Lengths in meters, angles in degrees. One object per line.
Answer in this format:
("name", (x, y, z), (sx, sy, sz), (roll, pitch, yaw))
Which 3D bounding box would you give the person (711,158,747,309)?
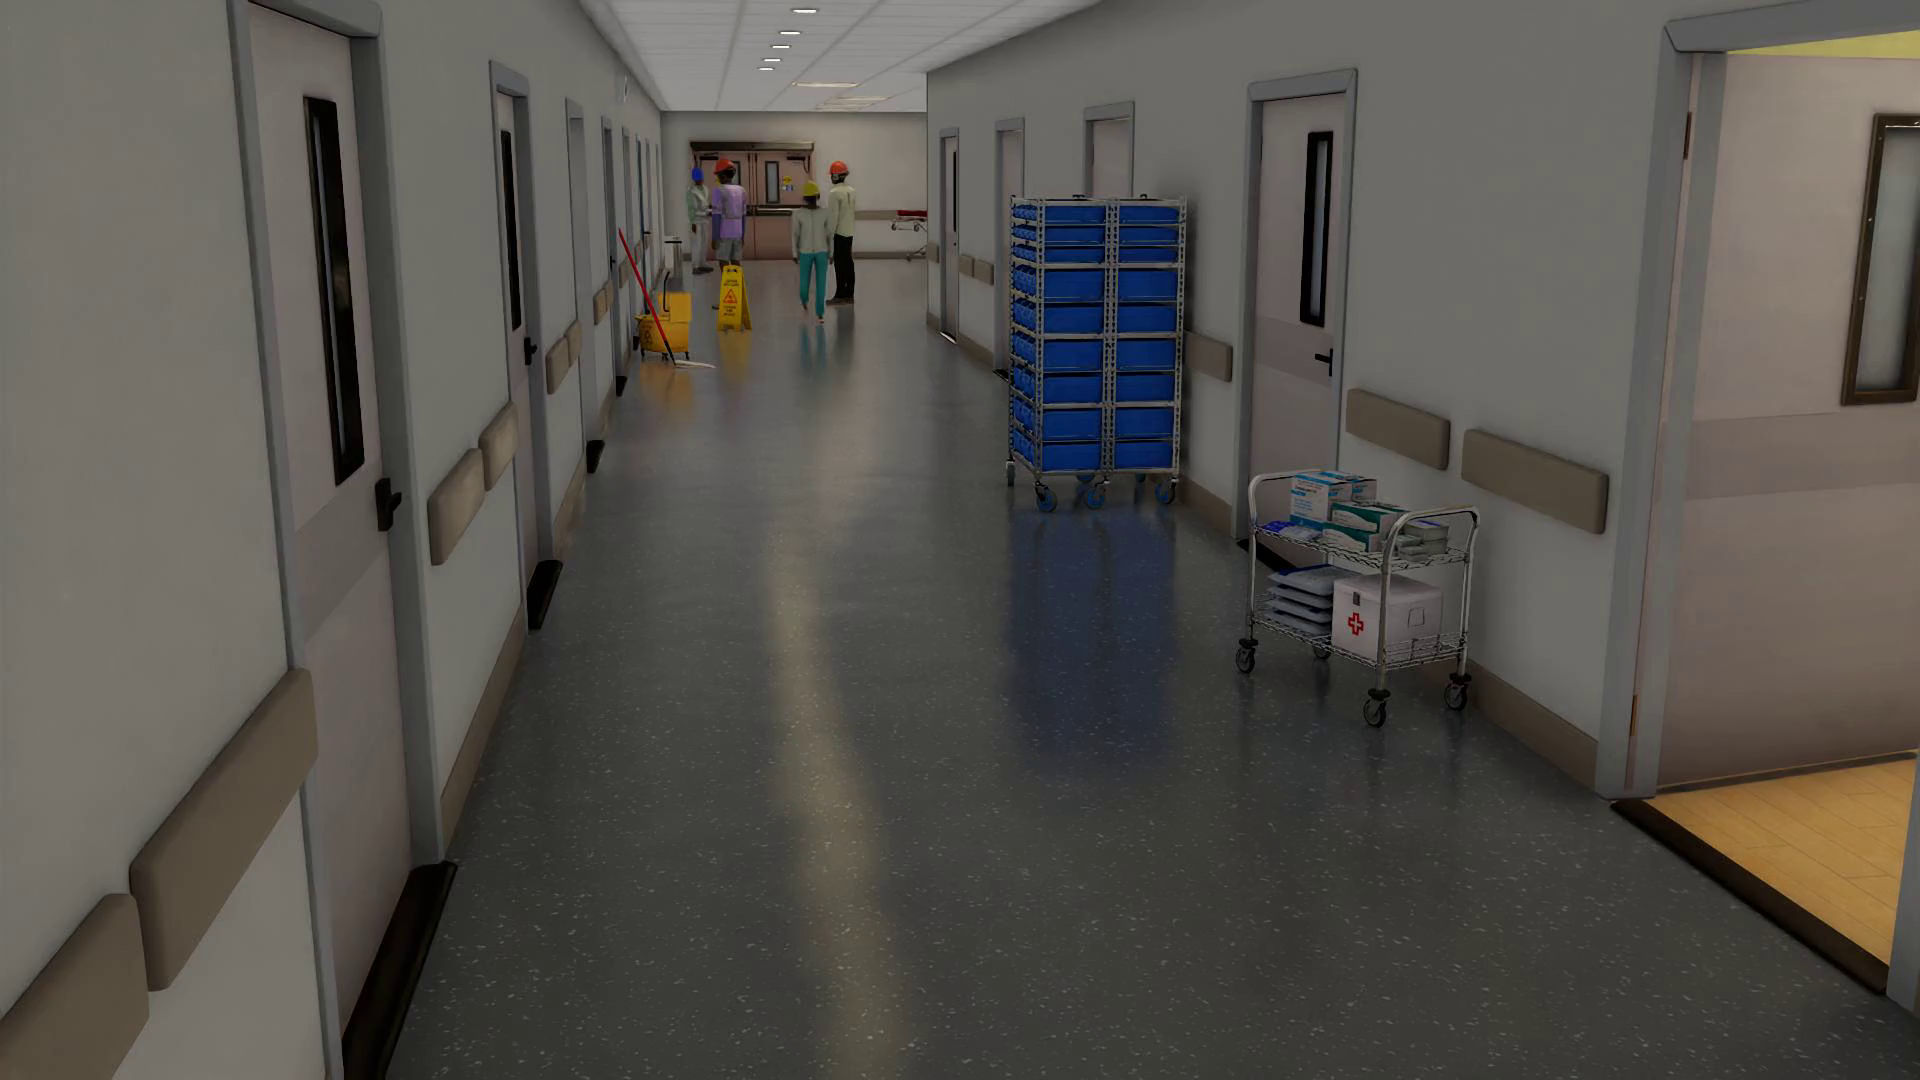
("person", (-3.160, -4.151, 22.621), (0.410, 2.030, 0.611), (9, 16, 35))

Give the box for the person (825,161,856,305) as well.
("person", (-1.679, -4.300, 23.349), (0.375, 1.995, 0.611), (6, 14, 25))

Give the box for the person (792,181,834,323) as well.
("person", (-1.845, -3.611, 20.853), (0.525, 1.748, 0.581), (-2, 13, -10))

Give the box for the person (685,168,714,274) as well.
("person", (-4.676, -5.735, 29.948), (0.484, 1.896, 0.749), (6, 14, 24))
